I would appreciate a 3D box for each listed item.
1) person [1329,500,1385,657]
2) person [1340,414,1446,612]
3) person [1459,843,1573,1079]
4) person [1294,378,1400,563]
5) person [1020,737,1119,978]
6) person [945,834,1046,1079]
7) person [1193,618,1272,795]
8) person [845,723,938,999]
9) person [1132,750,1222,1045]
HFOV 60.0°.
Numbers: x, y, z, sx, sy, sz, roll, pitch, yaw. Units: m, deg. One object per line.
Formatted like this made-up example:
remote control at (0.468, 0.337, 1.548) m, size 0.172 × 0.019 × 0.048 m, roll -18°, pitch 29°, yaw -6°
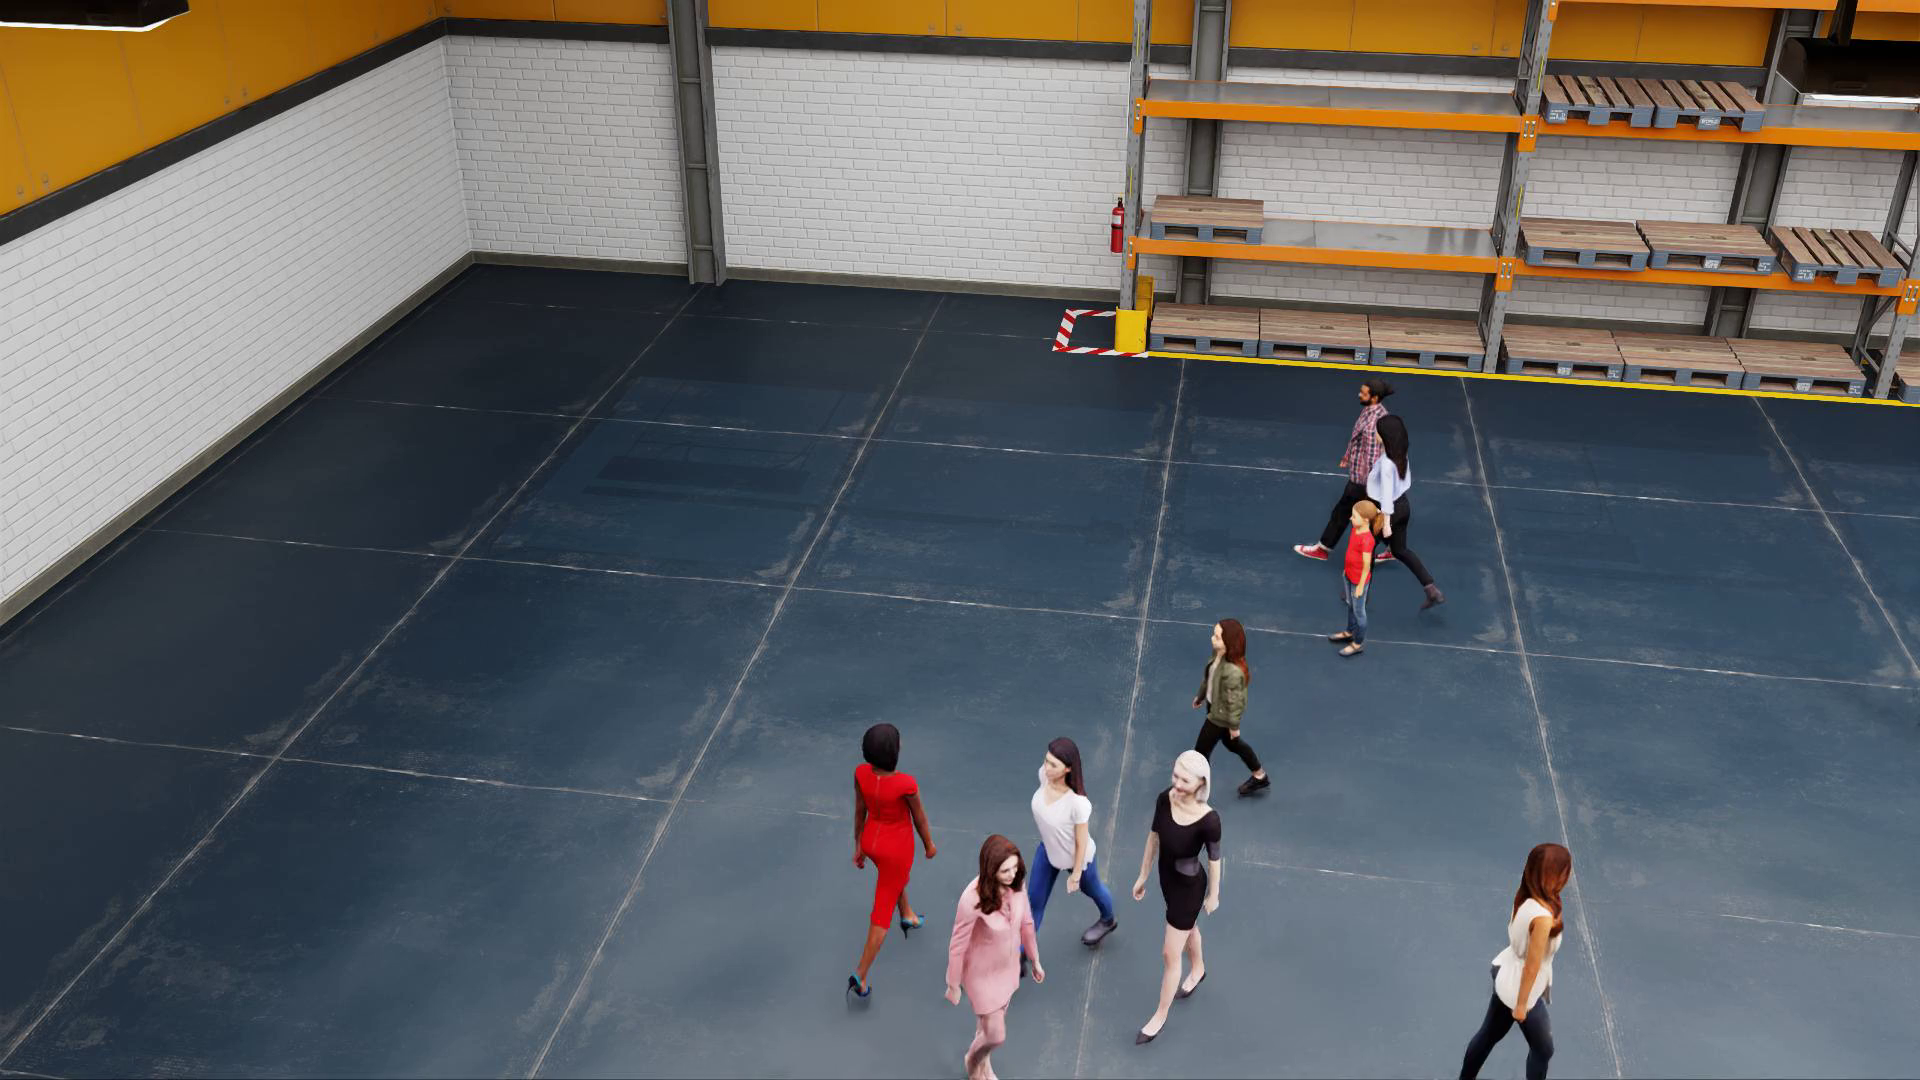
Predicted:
person at (3.099, 0.281, 12.934) m, size 0.549 × 1.309 × 0.542 m, roll -3°, pitch 29°, yaw -6°
person at (3.530, -0.152, 13.311) m, size 1.166 × 1.709 × 0.919 m, roll 16°, pitch 33°, yaw 27°
person at (2.840, 2.323, 8.715) m, size 0.869 × 1.764 × 0.659 m, roll 3°, pitch 29°, yaw 6°
person at (3.493, -0.543, 14.012) m, size 1.193 × 1.724 × 0.806 m, roll 9°, pitch 30°, yaw 15°
person at (0.693, 1.839, 9.746) m, size 1.169 × 1.626 × 1.135 m, roll -19°, pitch 34°, yaw -31°
person at (0.101, 2.231, 8.863) m, size 0.789 × 1.784 × 0.766 m, roll 23°, pitch 36°, yaw 36°
person at (1.836, 1.159, 11.181) m, size 1.029 × 1.447 × 0.701 m, roll -1°, pitch 29°, yaw -1°
person at (-0.459, 1.880, 9.597) m, size 1.119 × 1.698 × 0.945 m, roll 18°, pitch 33°, yaw 29°
person at (1.321, 1.922, 9.409) m, size 0.983 × 1.803 × 0.952 m, roll -20°, pitch 35°, yaw -32°
